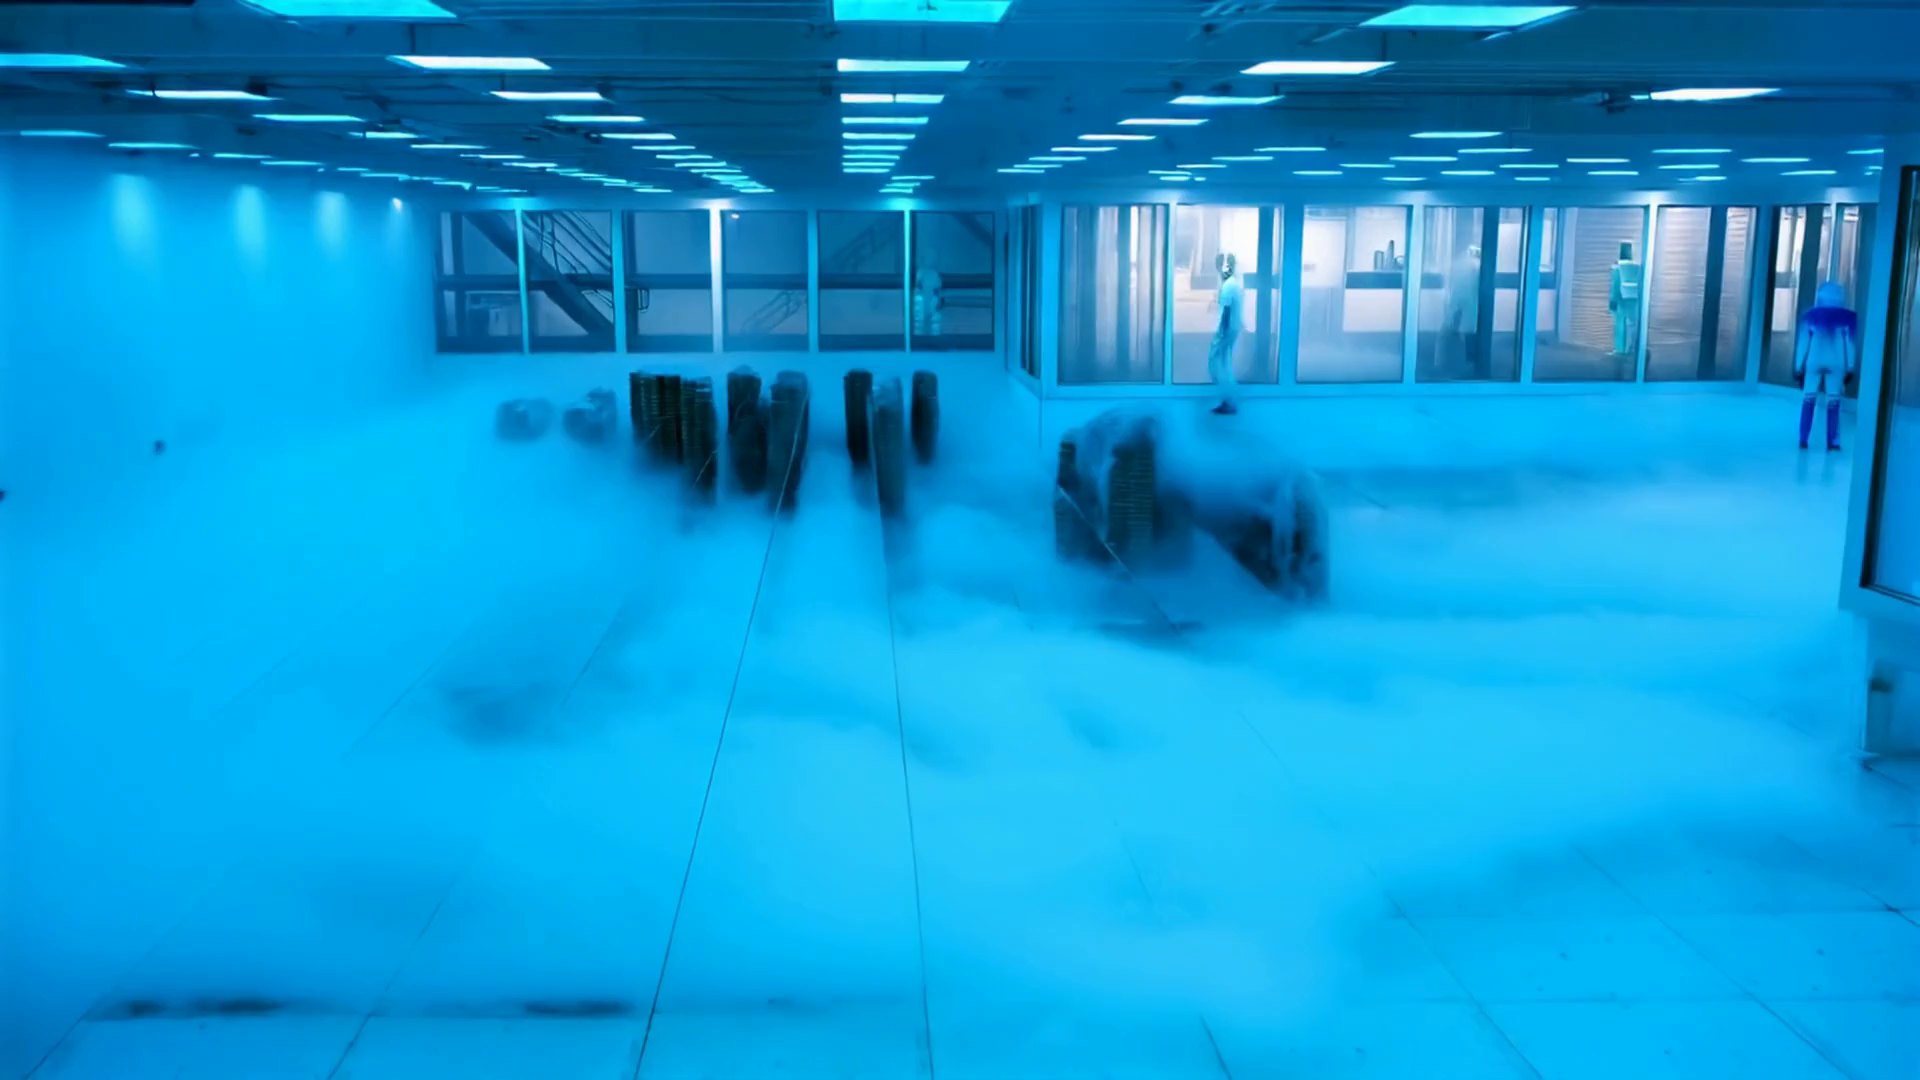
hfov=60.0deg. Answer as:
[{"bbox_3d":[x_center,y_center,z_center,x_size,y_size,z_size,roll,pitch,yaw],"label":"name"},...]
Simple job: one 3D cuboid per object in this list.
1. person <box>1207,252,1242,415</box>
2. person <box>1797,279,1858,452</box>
[{"bbox_3d":[3.003,-2.334,18.927,0.493,1.852,0.560,3,11,13],"label":"person"},{"bbox_3d":[8.246,-1.656,15.848,0.500,1.636,0.282,7,12,32],"label":"person"}]
